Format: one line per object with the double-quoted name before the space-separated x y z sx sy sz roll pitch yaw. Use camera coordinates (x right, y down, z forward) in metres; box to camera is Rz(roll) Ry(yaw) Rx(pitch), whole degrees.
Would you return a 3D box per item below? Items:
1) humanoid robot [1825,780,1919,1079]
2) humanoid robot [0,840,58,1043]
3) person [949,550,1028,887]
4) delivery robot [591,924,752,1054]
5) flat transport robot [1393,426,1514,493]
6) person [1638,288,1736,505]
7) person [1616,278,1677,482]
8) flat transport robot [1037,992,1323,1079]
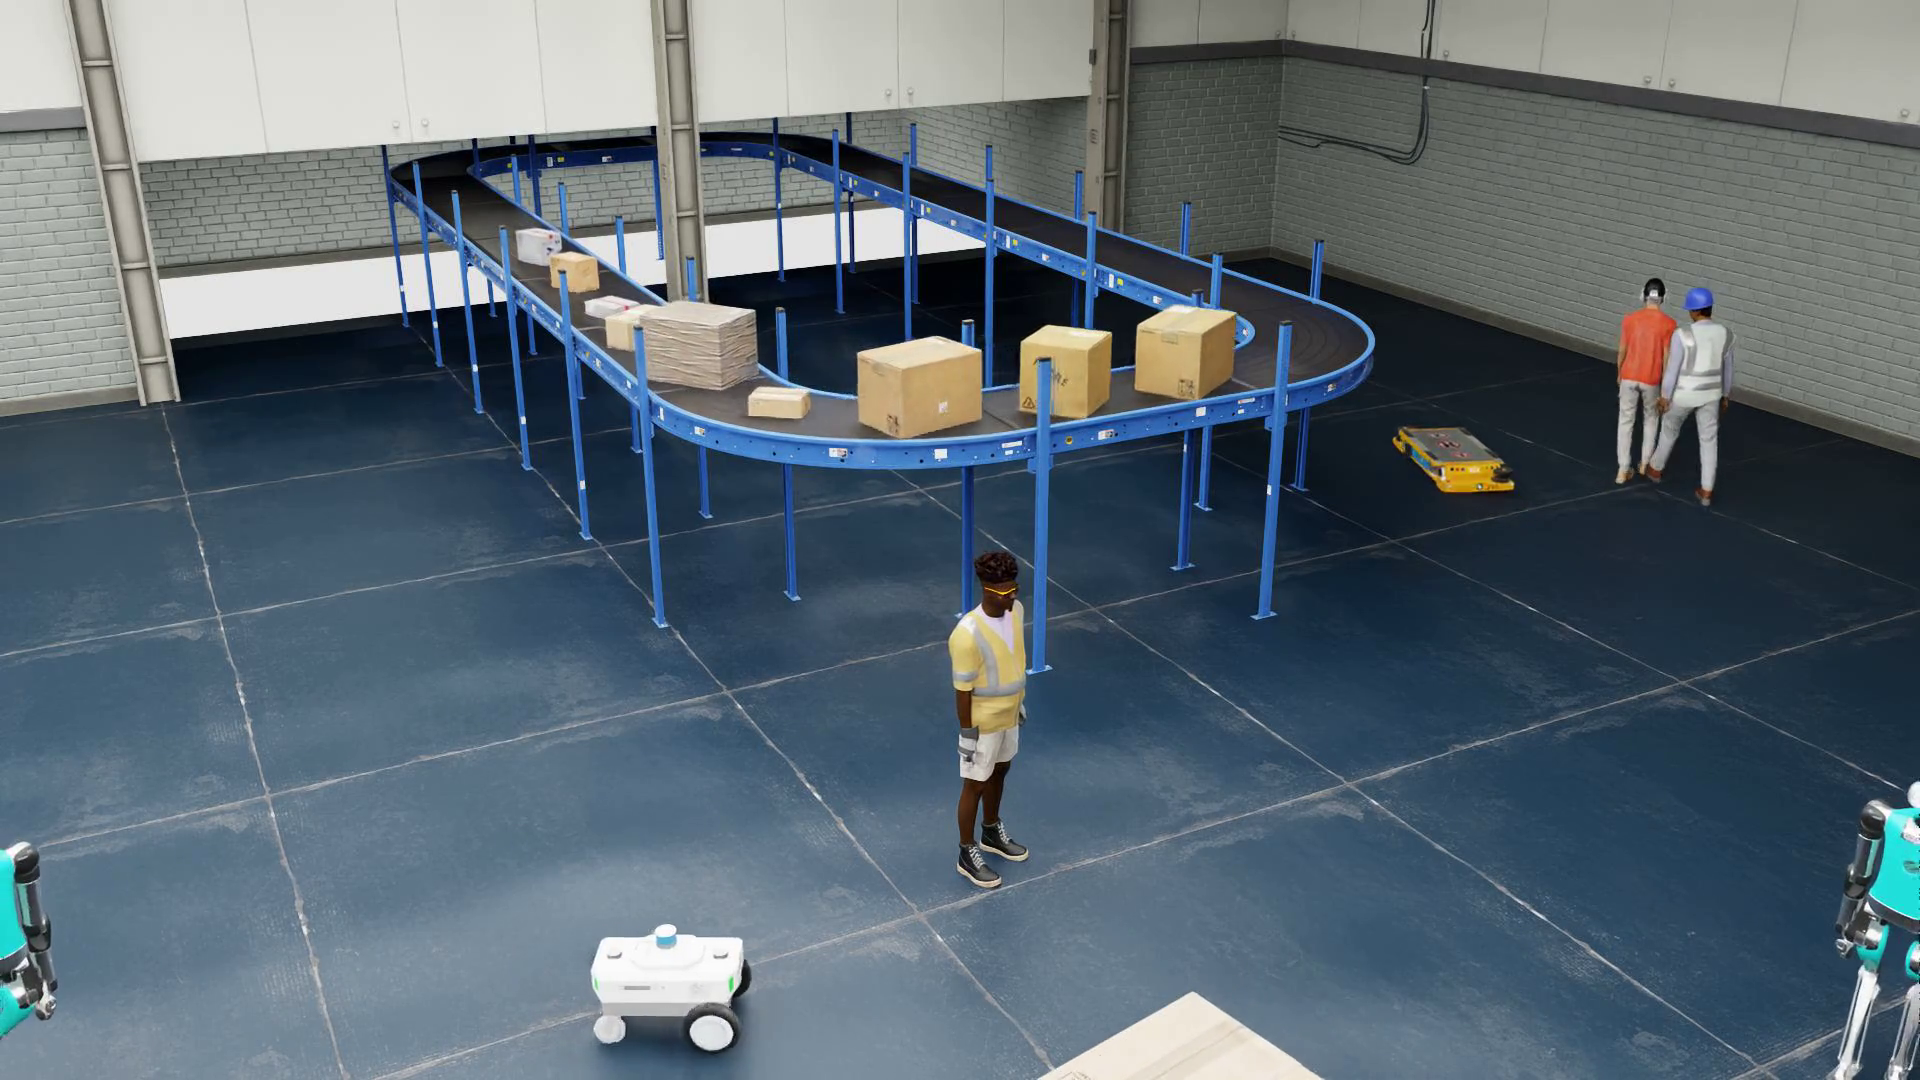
"humanoid robot" 4.337 1.763 7.533 0.850 1.740 0.564 -19 29 -38
"humanoid robot" -4.314 1.924 7.219 0.888 1.813 0.550 16 27 34
"person" 0.181 0.965 9.230 0.361 1.963 0.611 14 26 30
"delivery robot" -1.427 2.157 8.147 0.758 0.583 0.499 0 22 0
"flat transport robot" 4.670 -0.778 15.797 0.659 0.231 1.431 -2 22 -5
"person" 6.613 -1.335 15.020 0.675 1.879 0.955 -2 22 -5
"person" 6.327 -1.495 15.418 0.487 1.884 0.706 11 24 25
"flat transport robot" 1.051 2.865 6.793 1.431 0.231 0.659 -17 27 -36
